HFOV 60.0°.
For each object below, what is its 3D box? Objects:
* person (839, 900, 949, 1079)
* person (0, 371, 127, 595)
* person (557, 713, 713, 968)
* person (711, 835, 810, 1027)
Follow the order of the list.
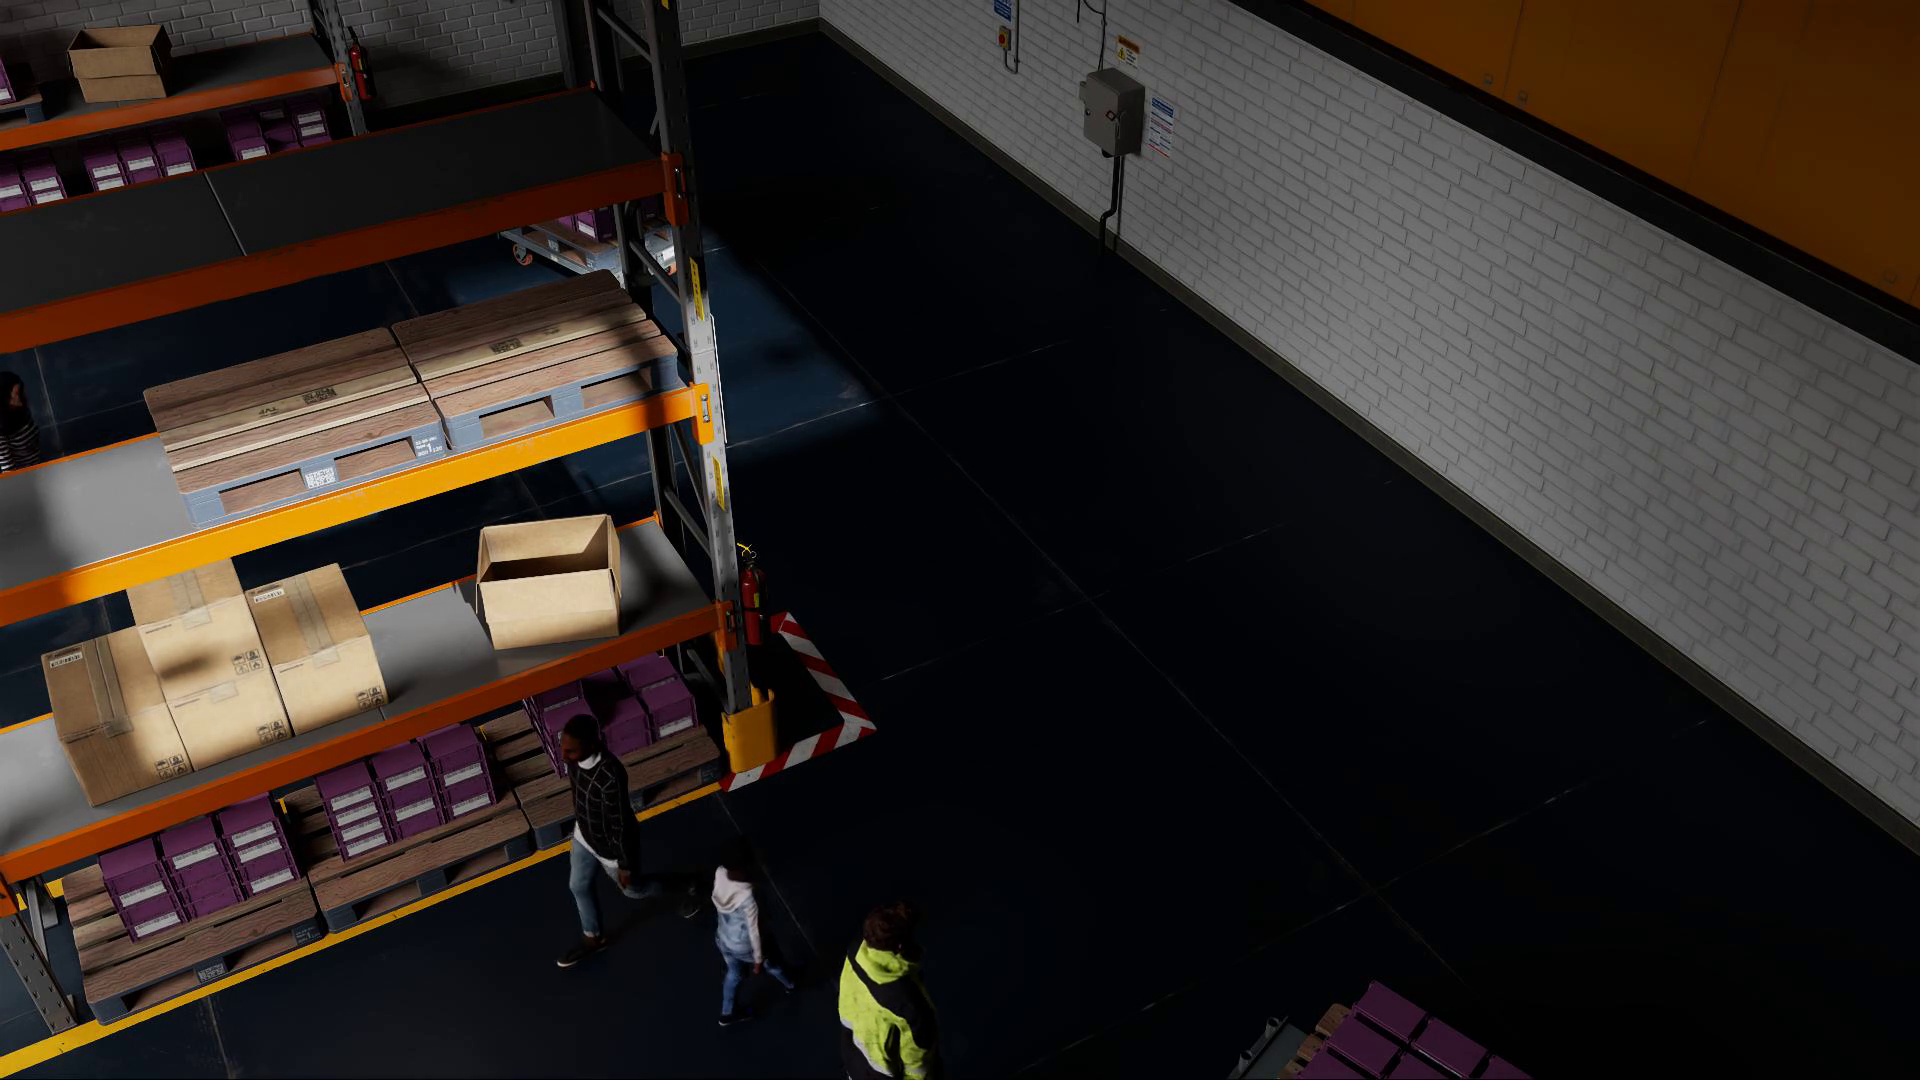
[{"bbox_3d":[-0.381,2.402,7.601,0.743,1.966,0.824,-25,45,-28],"label":"person"},{"bbox_3d":[-6.312,-0.321,11.202,1.243,1.725,1.107,5,39,7],"label":"person"},{"bbox_3d":[-1.767,1.539,8.828,1.201,1.783,0.810,-26,46,-29],"label":"person"},{"bbox_3d":[-1.164,2.067,8.613,0.855,1.224,0.638,-28,47,-31],"label":"person"}]
